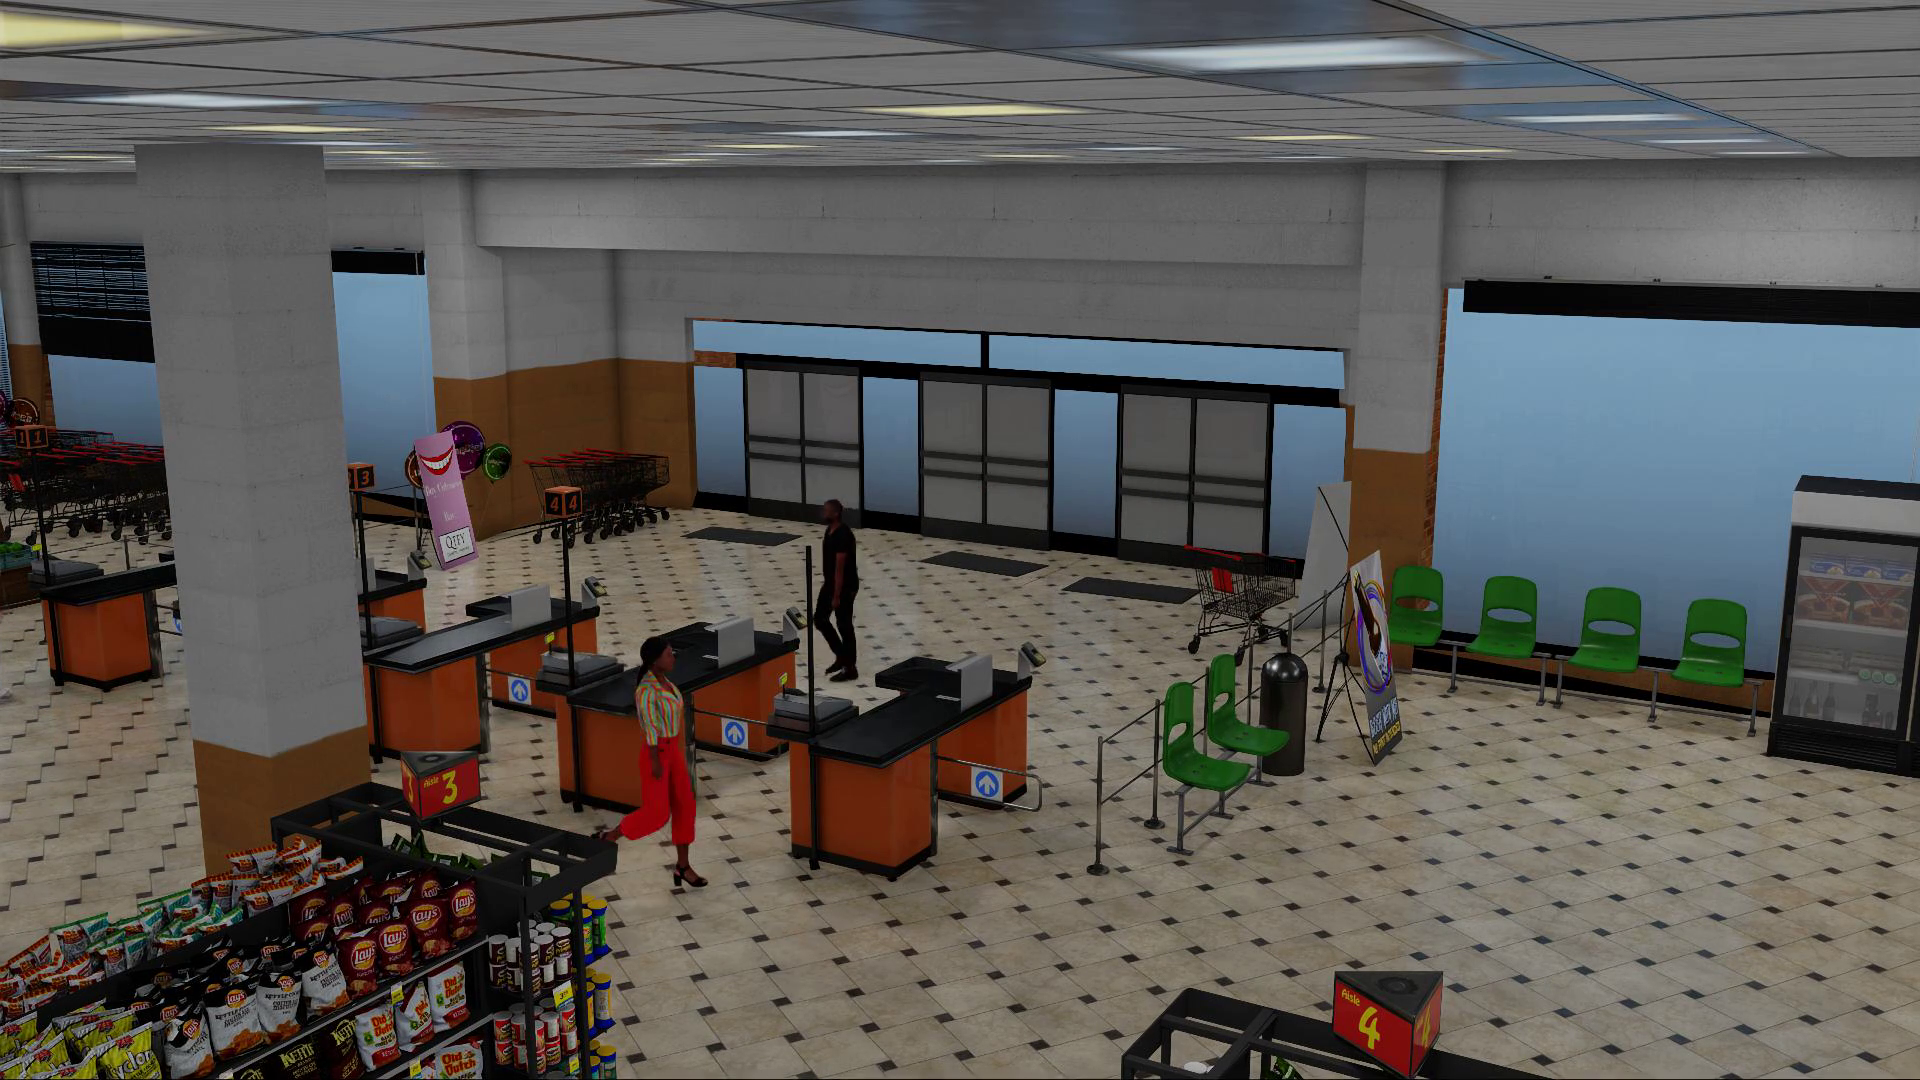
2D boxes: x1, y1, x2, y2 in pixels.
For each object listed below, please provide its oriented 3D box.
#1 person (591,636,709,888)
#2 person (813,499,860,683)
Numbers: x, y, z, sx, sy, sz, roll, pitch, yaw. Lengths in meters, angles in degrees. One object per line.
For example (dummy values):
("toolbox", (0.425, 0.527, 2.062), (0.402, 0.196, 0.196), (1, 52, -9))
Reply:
("person", (-2.129, 1.540, 11.344), (0.868, 1.769, 1.062), (2, 12, 10))
("person", (-1.089, 0.490, 16.235), (0.828, 1.808, 0.800), (-6, 13, -26))
